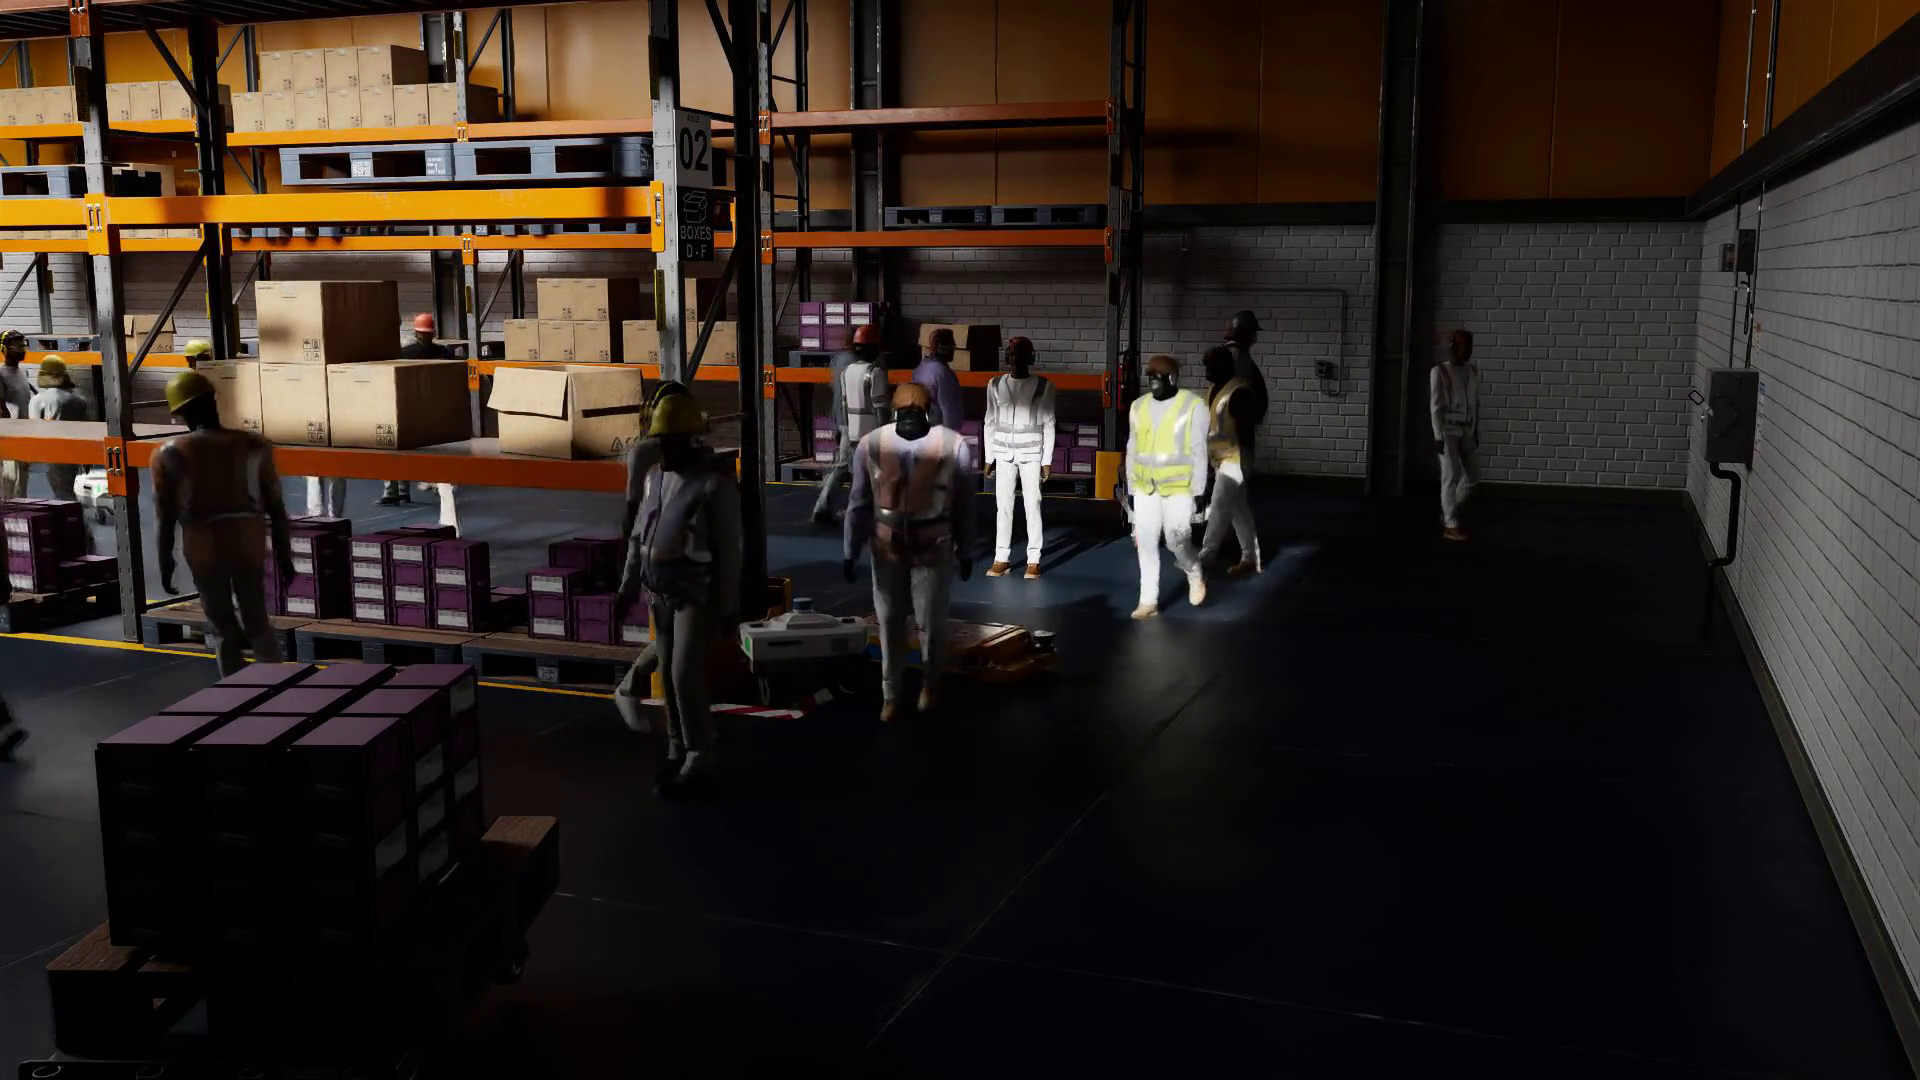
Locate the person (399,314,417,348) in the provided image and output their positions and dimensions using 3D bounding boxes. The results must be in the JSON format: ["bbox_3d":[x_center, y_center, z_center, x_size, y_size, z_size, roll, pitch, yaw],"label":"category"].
[{"bbox_3d":[-6.657,-1.733,19.641,0.615,1.943,0.409,-3,10,-18],"label":"person"}]

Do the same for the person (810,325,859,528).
[{"bbox_3d":[-0.989,-1.063,15.613,0.980,1.901,0.641,-3,9,-17],"label":"person"}]

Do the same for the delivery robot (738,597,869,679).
[{"bbox_3d":[-0.877,0.565,9.269,0.707,0.478,0.477,-2,9,-13],"label":"delivery robot"}]

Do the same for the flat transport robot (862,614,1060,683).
[{"bbox_3d":[-0.180,0.629,10.045,1.431,0.197,0.652,5,10,28],"label":"flat transport robot"}]

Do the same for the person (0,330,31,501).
[{"bbox_3d":[-8.468,-0.948,14.946,0.330,1.872,0.512,0,9,0],"label":"person"}]

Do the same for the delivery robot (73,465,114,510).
[{"bbox_3d":[-8.242,-0.498,15.943,0.707,0.478,0.477,8,12,40],"label":"delivery robot"}]

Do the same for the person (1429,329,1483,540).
[{"bbox_3d":[4.453,-0.942,14.878,0.599,1.878,0.444,-5,10,-26],"label":"person"}]

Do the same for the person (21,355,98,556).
[{"bbox_3d":[-7.518,-0.698,13.909,0.899,1.700,0.488,4,10,23],"label":"person"}]

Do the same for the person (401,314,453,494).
[{"bbox_3d":[-5.716,-1.458,17.932,0.620,1.929,1.049,-7,11,-37],"label":"person"}]

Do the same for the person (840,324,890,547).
[{"bbox_3d":[-0.791,-0.904,14.456,0.355,1.938,0.544,-9,12,-43],"label":"person"}]

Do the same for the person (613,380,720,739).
[{"bbox_3d":[-1.487,0.114,8.357,0.478,1.846,0.570,6,11,31],"label":"person"}]

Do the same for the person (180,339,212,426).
[{"bbox_3d":[-7.223,-1.031,15.864,0.449,1.752,0.526,2,9,9],"label":"person"}]

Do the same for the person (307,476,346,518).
[{"bbox_3d":[-5.620,-0.940,14.815,0.660,1.892,0.818,-2,9,-13],"label":"person"}]

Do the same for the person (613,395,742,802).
[{"bbox_3d":[-1.293,0.250,7.591,0.522,1.815,0.615,-9,13,-44],"label":"person"}]

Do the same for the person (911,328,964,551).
[{"bbox_3d":[-0.159,-0.859,14.271,0.406,1.906,0.654,-4,10,-26],"label":"person"}]

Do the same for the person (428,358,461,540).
[{"bbox_3d":[-4.689,-0.820,14.912,0.689,1.608,0.543,7,11,37],"label":"person"}]

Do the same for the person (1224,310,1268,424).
[{"bbox_3d":[2.730,-1.235,16.213,0.536,2.000,0.703,2,9,10],"label":"person"}]

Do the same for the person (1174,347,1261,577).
[{"bbox_3d":[2.032,-0.604,13.046,0.807,1.800,0.655,-1,9,-9],"label":"person"}]

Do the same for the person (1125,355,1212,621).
[{"bbox_3d":[1.432,-0.365,11.431,0.640,1.822,0.588,6,11,35],"label":"person"}]

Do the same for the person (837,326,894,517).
[{"bbox_3d":[-0.706,-1.128,16.094,0.928,1.887,0.643,2,9,13],"label":"person"}]

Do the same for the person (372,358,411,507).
[{"bbox_3d":[-5.856,-1.256,16.999,0.404,1.829,0.600,2,9,10],"label":"person"}]

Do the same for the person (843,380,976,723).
[{"bbox_3d":[-0.262,0.064,8.742,0.674,1.822,0.441,1,9,8],"label":"person"}]

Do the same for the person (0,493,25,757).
[{"bbox_3d":[-4.919,0.130,8.149,0.900,1.886,0.579,4,10,25],"label":"person"}]

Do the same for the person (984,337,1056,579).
[{"bbox_3d":[0.455,-0.636,12.944,0.575,1.884,0.355,3,10,19],"label":"person"}]

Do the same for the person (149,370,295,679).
[{"bbox_3d":[-3.732,0.082,8.453,0.634,1.884,0.507,-7,11,-36],"label":"person"}]
